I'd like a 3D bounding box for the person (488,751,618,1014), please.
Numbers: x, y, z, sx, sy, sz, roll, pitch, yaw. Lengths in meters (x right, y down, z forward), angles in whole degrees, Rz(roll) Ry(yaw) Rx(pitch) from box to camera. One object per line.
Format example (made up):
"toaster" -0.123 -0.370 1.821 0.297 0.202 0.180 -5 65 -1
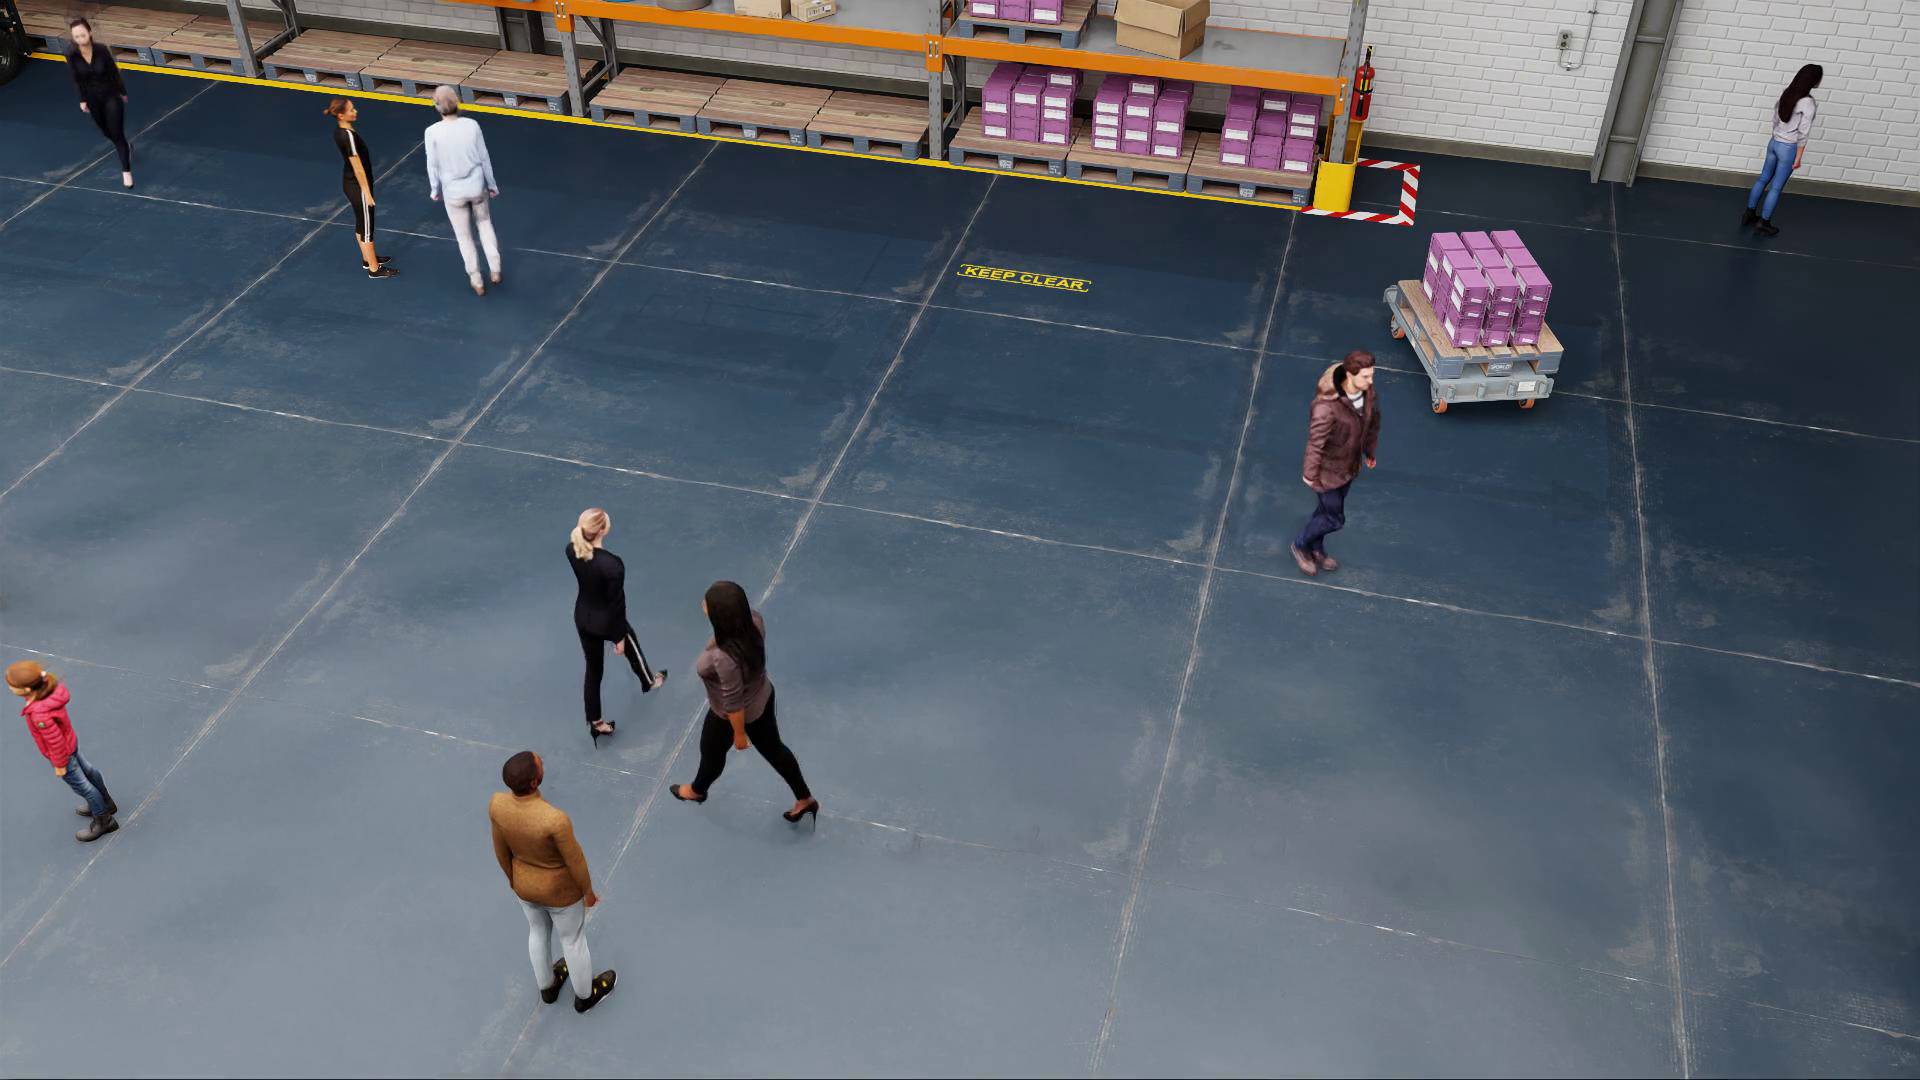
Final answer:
"person" -2.126 1.759 8.542 0.469 1.815 0.714 12 40 14

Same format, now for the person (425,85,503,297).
"person" -4.268 -2.975 14.421 0.818 1.876 0.877 -22 43 -25

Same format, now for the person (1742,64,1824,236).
"person" 7.653 -3.642 15.452 0.671 1.631 0.680 -8 39 -10

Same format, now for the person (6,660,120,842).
"person" -5.196 1.197 9.646 0.637 1.316 0.598 -14 41 -16

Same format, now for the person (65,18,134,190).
"person" -8.359 -4.295 16.241 1.067 1.668 1.028 -14 41 -17

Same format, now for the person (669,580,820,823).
"person" -1.149 1.000 9.518 1.160 1.784 0.693 12 40 15

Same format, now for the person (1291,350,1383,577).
"person" 2.512 -0.572 11.448 0.857 1.831 0.865 32 48 34

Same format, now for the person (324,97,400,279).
"person" -5.360 -3.153 14.810 0.697 1.668 0.645 -18 42 -21

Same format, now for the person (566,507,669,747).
"person" -2.239 0.571 10.144 0.938 1.672 0.782 17 42 20
